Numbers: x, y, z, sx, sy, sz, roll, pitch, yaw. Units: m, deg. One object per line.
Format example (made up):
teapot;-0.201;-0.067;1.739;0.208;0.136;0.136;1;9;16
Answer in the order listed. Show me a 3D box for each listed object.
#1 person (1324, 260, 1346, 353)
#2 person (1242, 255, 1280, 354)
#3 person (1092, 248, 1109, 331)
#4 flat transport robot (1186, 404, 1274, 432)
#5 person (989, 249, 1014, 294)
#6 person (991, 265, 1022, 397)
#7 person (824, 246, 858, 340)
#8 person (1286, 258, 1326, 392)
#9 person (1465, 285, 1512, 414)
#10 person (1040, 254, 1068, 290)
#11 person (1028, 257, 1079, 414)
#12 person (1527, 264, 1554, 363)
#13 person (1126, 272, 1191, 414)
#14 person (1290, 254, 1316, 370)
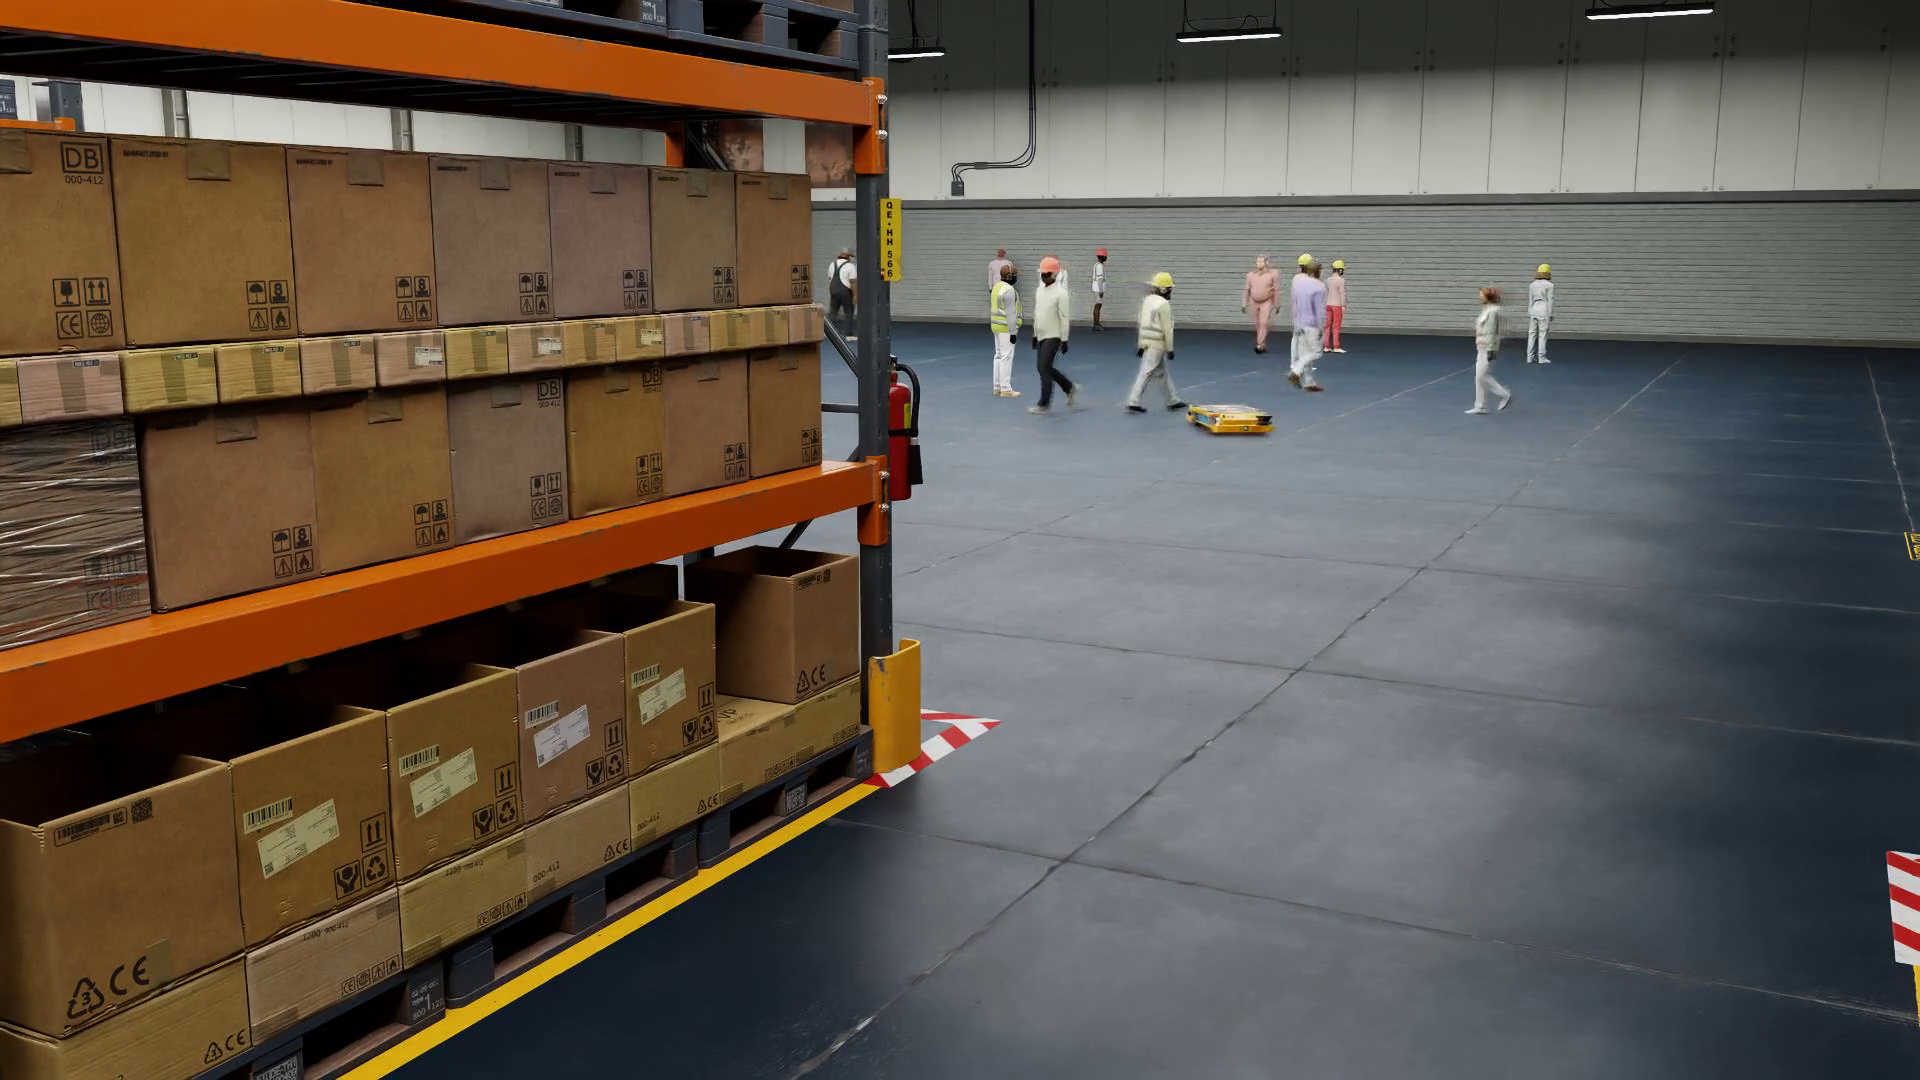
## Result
person;7.188;-4.454;31.801;0.328;1.762;0.523;-6;12;-28
person;5.655;-4.455;31.509;0.678;1.857;0.961;7;12;32
person;3.307;-5.891;39.146;0.373;1.939;0.545;0;10;0
flat transport robot;3.124;-1.424;19.341;0.652;0.197;1.431;-1;10;-7
person;1.034;-6.295;41.438;0.640;1.909;0.409;1;10;3
person;0.650;-2.911;23.188;0.429;1.835;0.630;-3;11;-17
person;-2.557;-5.287;35.575;0.885;2.000;0.644;7;13;35
person;4.943;-3.039;23.656;0.601;1.923;0.630;-5;11;-24
person;6.630;-2.368;20.792;0.452;1.625;0.534;1;10;6
person;1.925;-4.973;34.383;0.582;1.856;0.866;-1;10;-4
person;1.197;-2.589;21.040;0.759;1.970;0.616;-6;12;-28
person;10.257;-3.990;29.337;0.315;1.742;0.487;-6;12;-31
person;2.498;-2.475;20.973;0.961;1.780;0.600;-3;11;-17
person;5.722;-3.788;27.703;0.358;1.930;0.590;-3;11;-16
